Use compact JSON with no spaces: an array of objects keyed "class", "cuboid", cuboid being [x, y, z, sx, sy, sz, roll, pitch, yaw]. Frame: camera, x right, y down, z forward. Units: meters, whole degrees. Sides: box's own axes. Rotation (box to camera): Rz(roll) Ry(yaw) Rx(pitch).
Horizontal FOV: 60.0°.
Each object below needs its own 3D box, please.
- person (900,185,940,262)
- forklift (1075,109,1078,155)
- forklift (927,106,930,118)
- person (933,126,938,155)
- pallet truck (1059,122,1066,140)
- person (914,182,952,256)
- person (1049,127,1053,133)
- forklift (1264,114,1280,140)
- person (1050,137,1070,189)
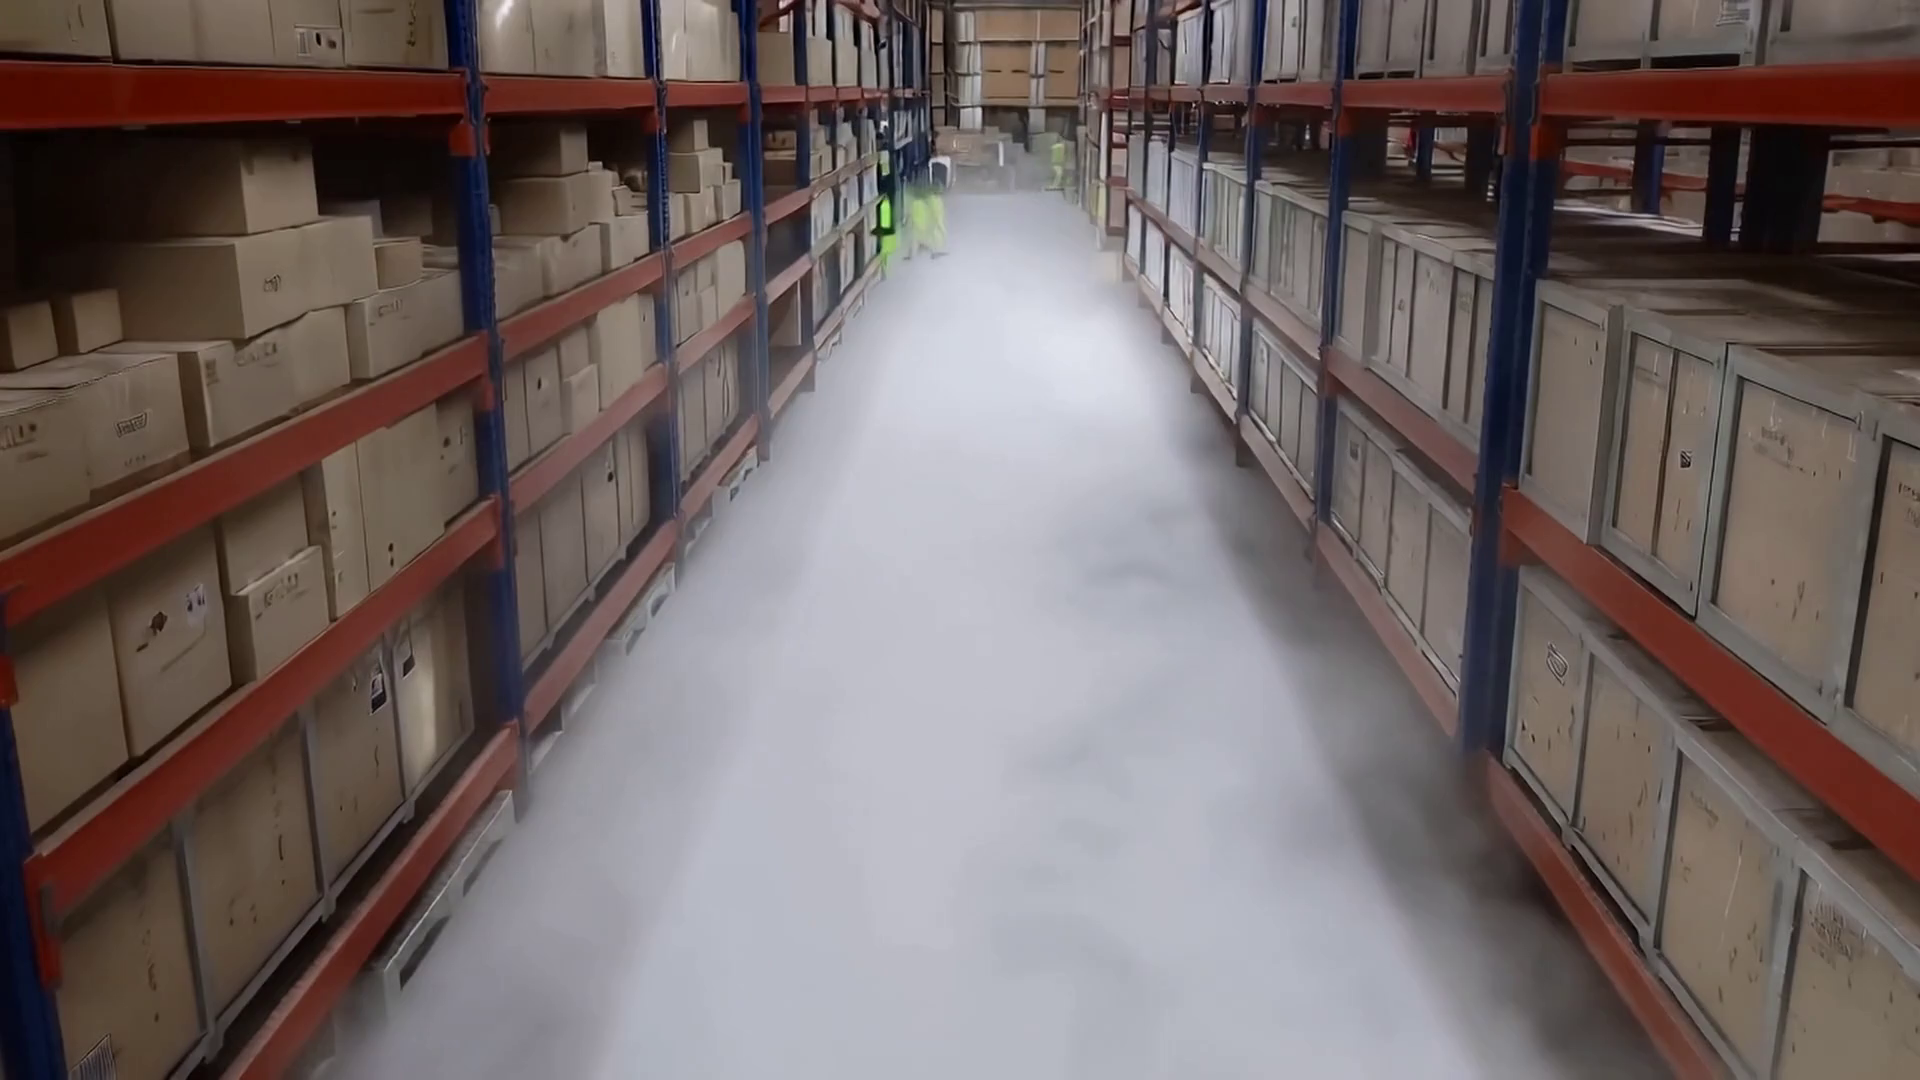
[{"class":"person","cuboid":[-0.830,-6.637,34.914,0.783,1.603,0.509,-3,15,-12]},{"class":"forklift","cuboid":[5.527,-17.228,71.890,1.129,2.768,1.873,4,16,16]},{"class":"forklift","cuboid":[-1.918,-21.452,87.608,1.129,2.768,1.873,0,15,2]},{"class":"person","cuboid":[-1.241,-18.865,79.768,0.632,1.938,0.359,10,18,32]},{"class":"pallet truck","cuboid":[5.788,-21.111,88.014,1.885,1.965,0.823,5,16,18]},{"class":"person","cuboid":[-0.606,-6.979,36.194,0.806,1.599,0.510,1,15,2]},{"class":"person","cuboid":[5.090,-22.402,93.501,0.309,1.637,0.518,1,15,3]},{"class":"forklift","cuboid":[11.017,-13.909,59.544,1.129,2.768,1.873,0,15,2]},{"class":"person","cuboid":[3.595,-13.694,60.536,0.623,1.952,1.038,-14,21,-43]}]
